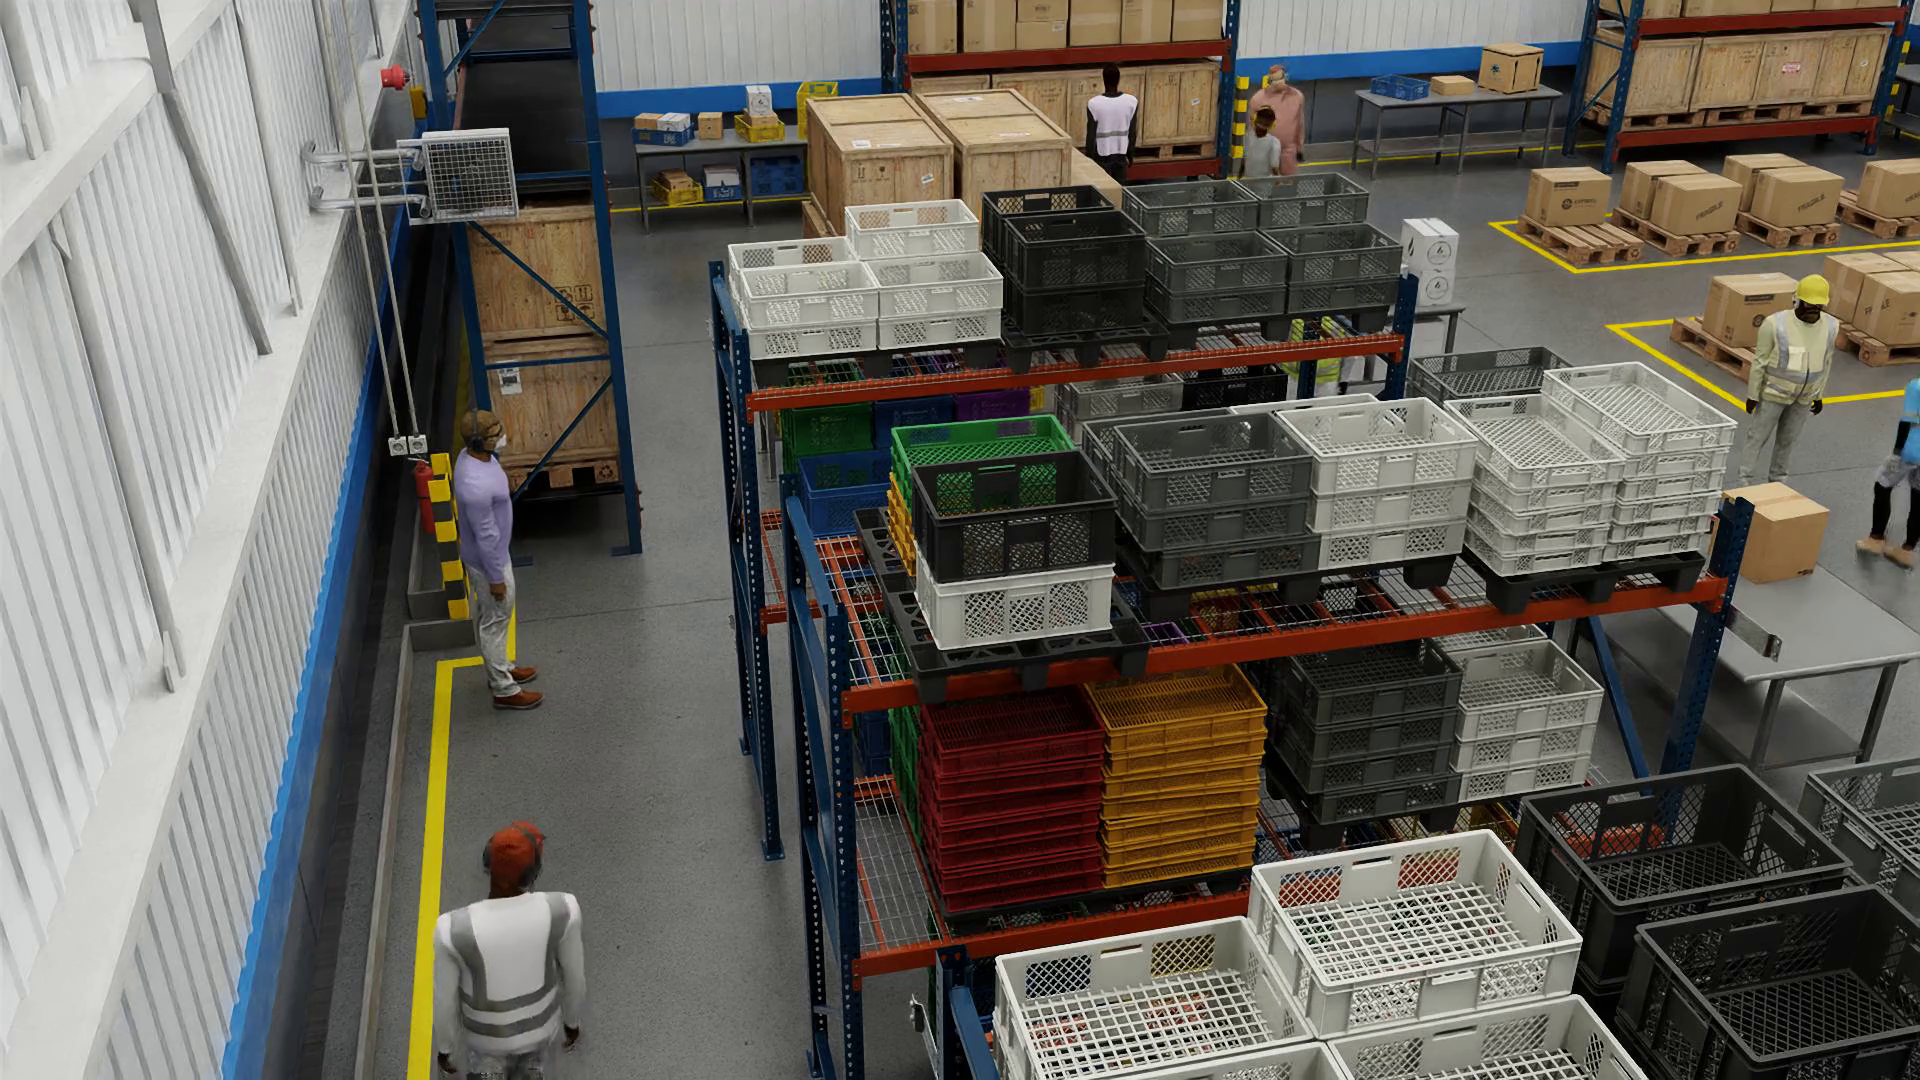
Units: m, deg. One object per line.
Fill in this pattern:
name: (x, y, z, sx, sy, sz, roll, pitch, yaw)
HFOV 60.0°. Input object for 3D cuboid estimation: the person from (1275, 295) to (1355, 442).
person: (2.708, -1.298, 12.807, 0.624, 1.844, 0.429, 13, 30, 23)

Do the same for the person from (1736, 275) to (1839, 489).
person: (6.199, -1.109, 12.457, 0.600, 1.832, 0.404, -1, 28, -2)

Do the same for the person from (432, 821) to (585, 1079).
person: (-1.754, 1.961, 6.611, 0.625, 1.855, 0.694, -14, 31, -25)

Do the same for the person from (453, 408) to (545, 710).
person: (-2.820, 0.105, 10.043, 0.377, 1.940, 0.629, -8, 29, -14)

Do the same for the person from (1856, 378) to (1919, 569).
person: (6.776, -0.613, 11.694, 0.562, 1.655, 0.479, -4, 28, -8)

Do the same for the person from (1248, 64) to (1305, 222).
person: (3.577, -4.396, 18.662, 0.785, 1.875, 0.513, -5, 28, -9)

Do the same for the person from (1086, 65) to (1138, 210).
person: (1.658, -4.259, 18.349, 0.590, 1.915, 0.392, -7, 29, -13)
